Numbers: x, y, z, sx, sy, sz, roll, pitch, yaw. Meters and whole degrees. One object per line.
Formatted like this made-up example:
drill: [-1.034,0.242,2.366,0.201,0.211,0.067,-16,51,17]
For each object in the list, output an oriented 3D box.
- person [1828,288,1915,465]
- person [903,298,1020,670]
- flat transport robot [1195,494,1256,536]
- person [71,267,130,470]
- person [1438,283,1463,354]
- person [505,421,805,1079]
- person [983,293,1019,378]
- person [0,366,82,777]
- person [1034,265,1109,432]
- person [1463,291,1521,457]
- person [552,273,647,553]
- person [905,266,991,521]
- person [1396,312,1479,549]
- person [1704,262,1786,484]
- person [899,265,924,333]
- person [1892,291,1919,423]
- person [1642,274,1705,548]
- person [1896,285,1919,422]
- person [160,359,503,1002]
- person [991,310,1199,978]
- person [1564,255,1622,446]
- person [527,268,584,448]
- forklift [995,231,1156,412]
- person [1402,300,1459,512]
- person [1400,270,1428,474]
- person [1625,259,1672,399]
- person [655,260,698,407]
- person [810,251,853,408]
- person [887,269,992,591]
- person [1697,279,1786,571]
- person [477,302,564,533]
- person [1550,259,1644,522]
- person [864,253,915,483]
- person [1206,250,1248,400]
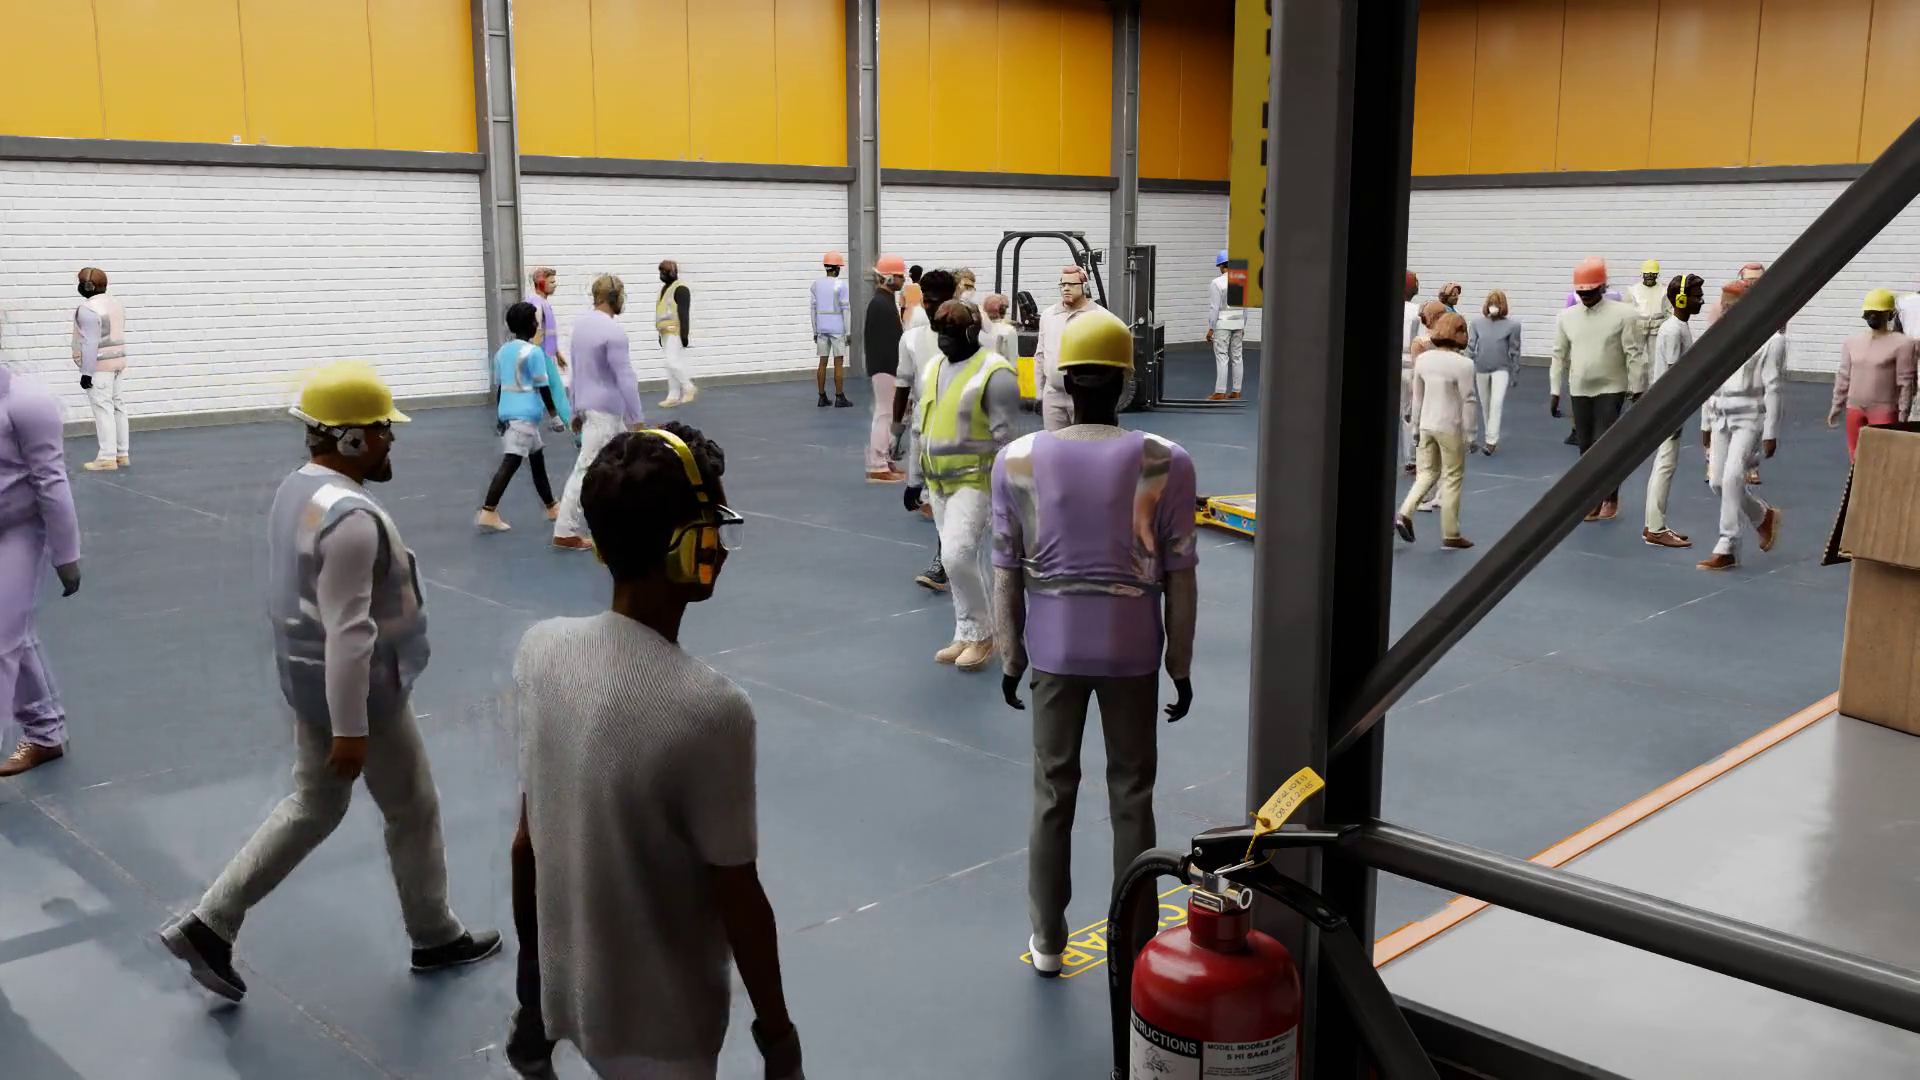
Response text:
person: [6.582,-0.938,12.030,0.379,1.756,0.524,-6,12,-30]
person: [-0.014,-0.269,8.191,0.487,1.824,0.641,-7,13,-35]
flat transport robot: [2.264,-0.150,11.794,0.652,0.197,1.431,-4,11,-23]
person: [-7.862,-1.562,15.201,0.429,1.846,0.626,0,10,-2]
person: [5.053,-1.851,17.331,0.510,1.640,0.308,-9,14,-41]
person: [-0.453,0.741,2.610,0.563,1.850,0.450,10,14,42]
person: [0.287,-1.346,14.600,0.532,1.623,0.459,9,14,42]
person: [-3.770,0.063,6.281,0.670,1.862,0.946,2,11,13]
person: [0.830,-1.079,12.389,0.638,1.911,0.406,5,12,26]
person: [5.125,-1.603,16.103,0.512,1.592,0.830,7,13,35]
person: [-2.366,-0.871,11.361,1.070,1.869,0.665,-7,13,-34]
person: [-0.084,-1.098,12.509,0.664,1.901,0.622,-5,12,-26]
person: [3.268,-0.727,11.250,0.513,1.626,0.507,-6,12,-28]
person: [6.735,-1.426,14.294,0.652,1.904,0.403,3,11,17]
person: [-0.652,-3.224,24.681,0.532,1.694,0.320,4,11,21]
person: [8.978,-1.657,15.566,0.523,1.895,0.658,-8,13,-36]
person: [4.932,-0.889,11.459,0.322,1.871,0.531,4,11,20]
person: [7.825,-1.265,13.420,0.571,1.906,0.485,-6,12,-31]
person: [-1.771,0.402,4.613,0.853,1.804,0.599,-8,13,-37]
person: [0.382,0.314,4.747,0.587,1.926,0.368,2,11,11]
person: [6.401,-1.920,16.907,0.547,1.934,0.375,0,10,2]
person: [-4.051,-1.801,16.621,0.926,1.805,0.572,-3,11,-13]
forklift: [1.222,-2.721,20.561,2.313,2.155,1.214,2,11,13]
person: [3.648,-1.032,12.873,0.523,1.636,0.311,-7,13,-35]
person: [3.844,-1.433,14.561,0.572,1.841,0.968,5,12,27]
person: [8.934,-2.729,21.630,0.591,1.825,0.403,3,11,13]
person: [-3.571,-2.554,20.645,0.439,1.831,0.652,-7,12,-33]
person: [-1.583,-2.618,20.701,0.551,1.934,0.373,5,12,27]
person: [-0.146,-0.665,10.083,0.633,1.918,0.944,5,12,27]
person: [5.073,-0.743,10.715,0.736,1.868,0.591,-4,11,-22]
person: [-3.187,-0.897,12.073,0.876,1.654,0.530,-9,13,-39]
person: [4.701,-1.096,12.340,0.649,1.957,0.502,9,14,41]
person: [-0.581,-1.457,14.262,0.492,1.974,0.635,0,10,-2]
person: [3.424,-2.737,21.348,0.603,1.938,0.401,-6,12,-31]
